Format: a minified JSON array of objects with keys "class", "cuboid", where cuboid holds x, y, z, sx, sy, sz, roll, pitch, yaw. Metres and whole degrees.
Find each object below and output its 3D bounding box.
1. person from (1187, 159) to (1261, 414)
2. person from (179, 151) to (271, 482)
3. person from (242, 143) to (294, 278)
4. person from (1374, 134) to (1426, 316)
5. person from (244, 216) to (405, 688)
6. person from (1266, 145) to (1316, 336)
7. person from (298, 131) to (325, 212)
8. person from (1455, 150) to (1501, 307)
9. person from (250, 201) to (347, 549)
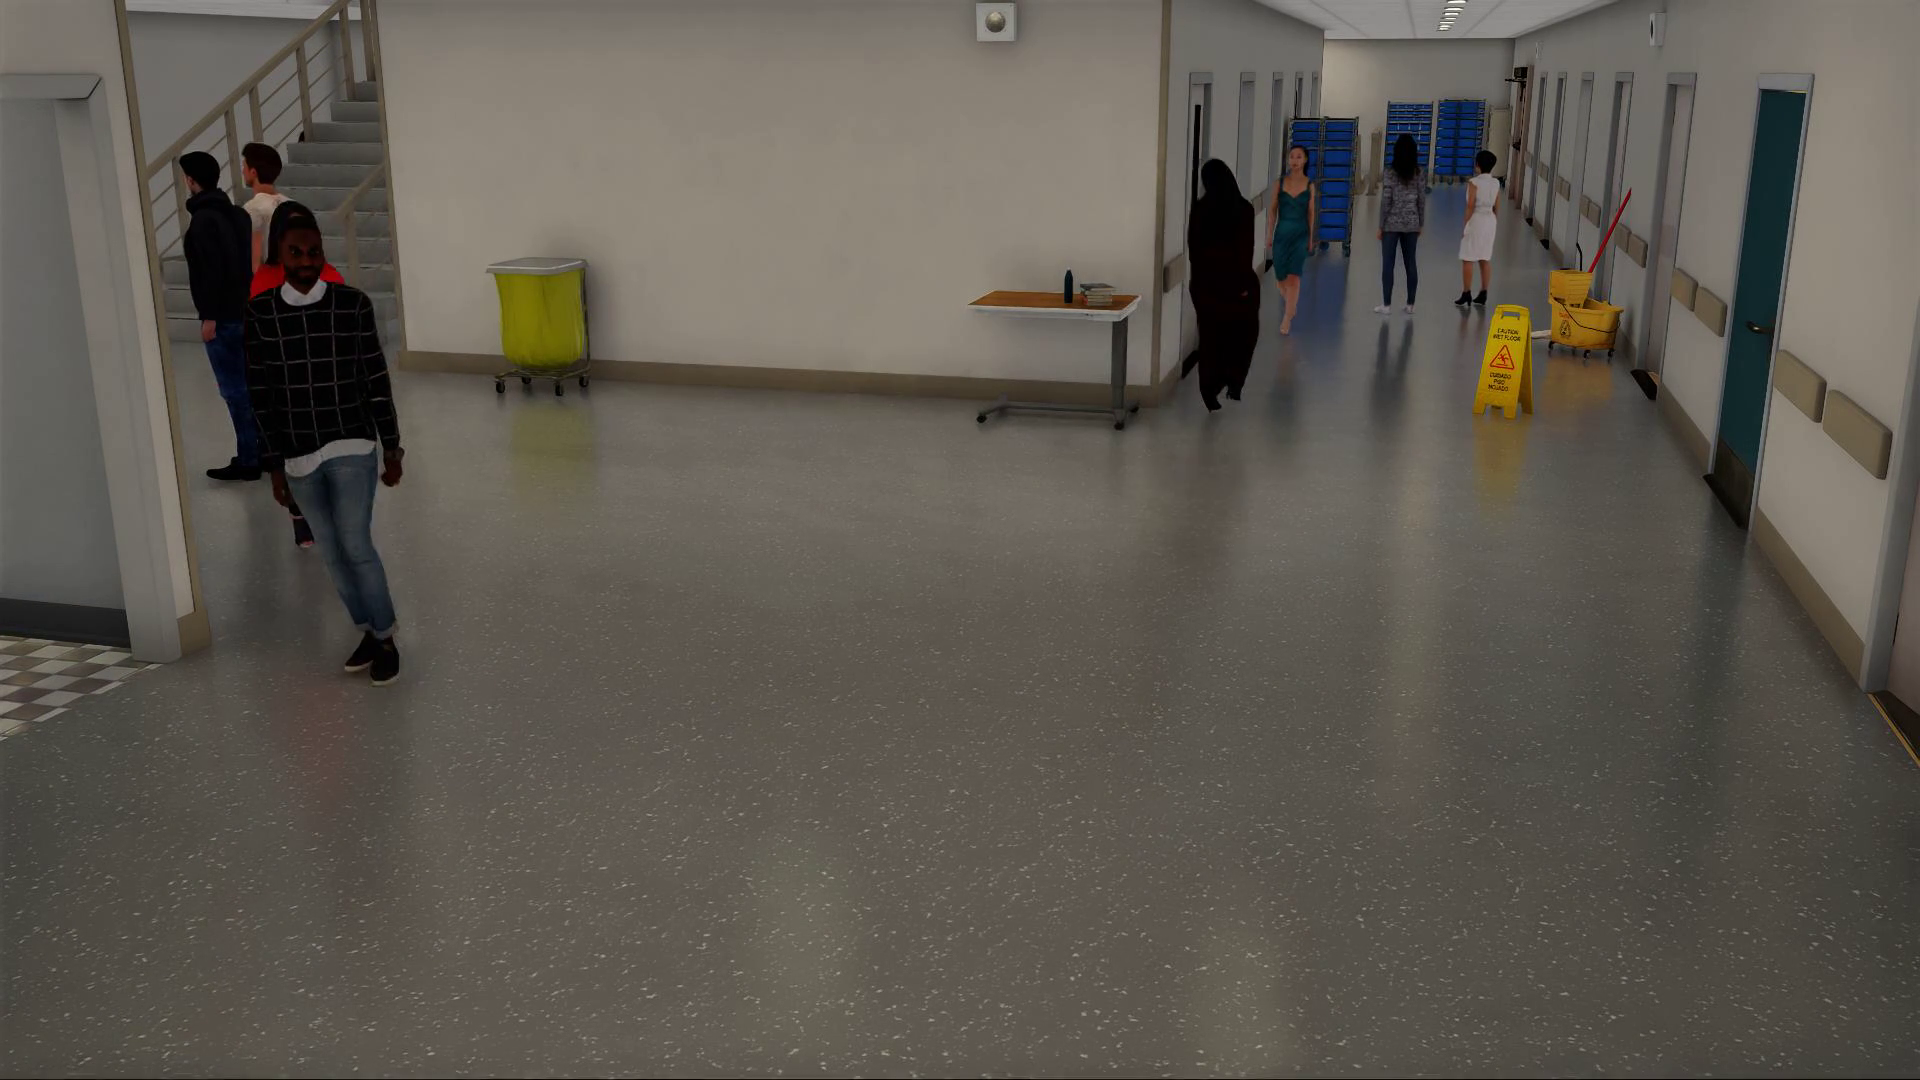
[{"class":"person","cuboid":[1.766,-1.727,11.473,0.786,1.727,0.800,11,19,35]},{"class":"person","cuboid":[-4.229,-1.295,9.642,0.774,1.890,0.581,1,16,3]},{"class":"person","cuboid":[-4.204,-1.500,10.405,0.796,1.870,1.096,3,16,9]},{"class":"person","cuboid":[4.319,-3.097,16.328,0.692,1.731,0.667,-3,16,-9]},{"class":"person","cuboid":[-2.446,-0.353,6.486,0.781,1.790,0.844,-2,16,-6]},{"class":"person","cuboid":[2.998,-2.699,15.044,0.625,1.660,1.005,6,17,20]},{"class":"person","cuboid":[-7.868,-4.165,20.287,0.757,1.638,0.652,13,20,38]},{"class":"person","cuboid":[5.294,-3.166,16.909,0.663,1.549,0.703,-6,17,-22]},{"class":"person","cuboid":[-3.126,-0.695,7.871,1.089,1.696,1.120,-10,19,-32]}]
